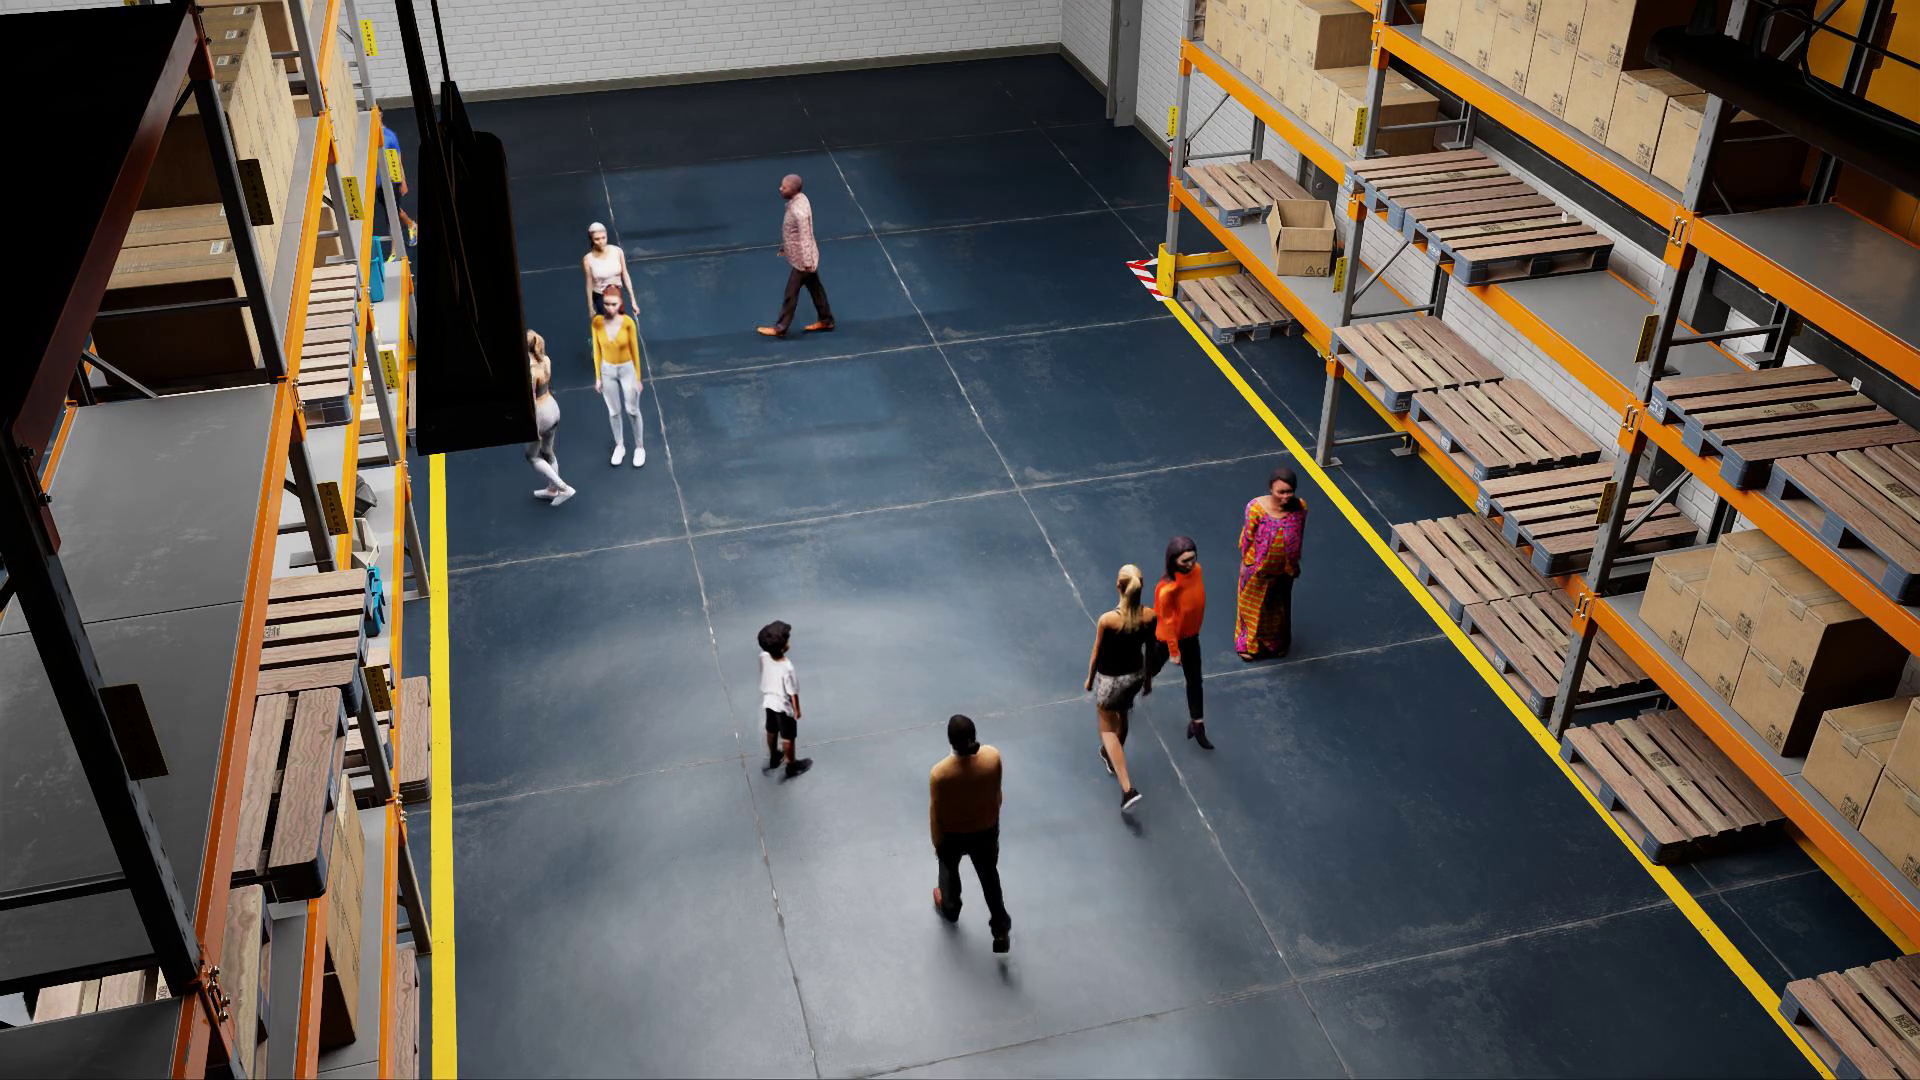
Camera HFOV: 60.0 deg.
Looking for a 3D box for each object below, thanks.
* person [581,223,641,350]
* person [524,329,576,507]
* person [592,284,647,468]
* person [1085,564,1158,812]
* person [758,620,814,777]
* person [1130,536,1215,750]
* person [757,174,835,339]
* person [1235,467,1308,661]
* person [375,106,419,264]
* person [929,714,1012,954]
[{"bbox_3d":[-3.533,-2.385,16.528,0.972,1.667,1.249,-28,42,-35],"label":"person"},{"bbox_3d":[-3.561,-1.039,14.483,0.799,1.688,0.767,9,35,14],"label":"person"},{"bbox_3d":[-3.112,-1.511,15.137,0.659,1.750,0.682,1,34,1],"label":"person"},{"bbox_3d":[1.116,1.003,11.291,0.637,1.822,1.059,-10,35,-15],"label":"person"},{"bbox_3d":[-1.261,1.105,11.644,0.556,1.260,0.631,24,41,32],"label":"person"},{"bbox_3d":[1.440,0.677,11.891,0.991,1.699,1.248,-29,43,-36],"label":"person"},{"bbox_3d":[-1.543,-2.941,17.268,0.883,1.773,1.038,-2,34,-3],"label":"person"},{"bbox_3d":[2.385,0.156,12.690,0.666,1.682,0.677,-5,34,-8],"label":"person"},{"bbox_3d":[-6.486,-4.084,18.935,1.019,1.831,1.298,8,34,12],"label":"person"},{"bbox_3d":[0.084,1.810,10.157,0.726,1.733,1.058,-13,36,-19],"label":"person"}]
